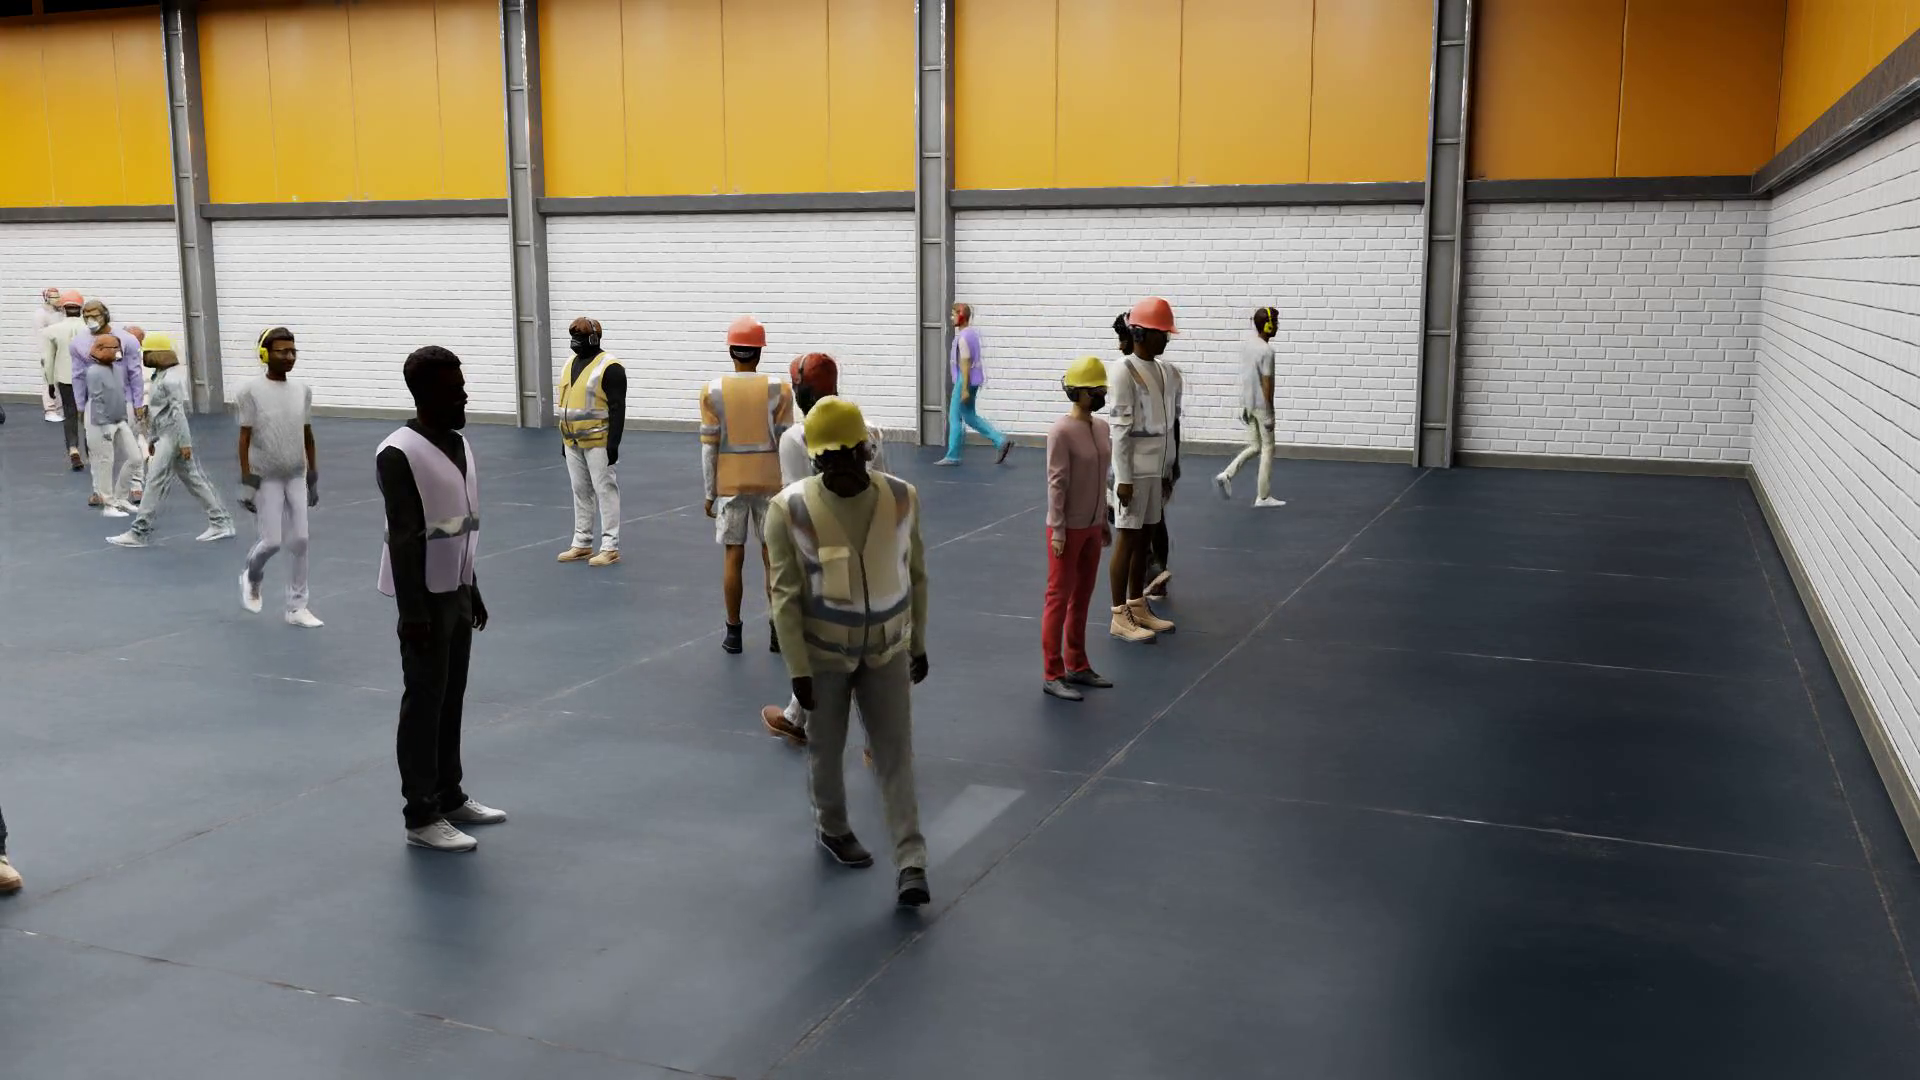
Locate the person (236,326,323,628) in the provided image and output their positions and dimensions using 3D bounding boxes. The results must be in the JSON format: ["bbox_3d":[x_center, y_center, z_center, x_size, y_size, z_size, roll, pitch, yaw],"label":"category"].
[{"bbox_3d":[-4.208,-0.384,10.221,0.580,1.858,0.533,7,12,38],"label":"person"}]

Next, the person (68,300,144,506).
[{"bbox_3d":[-7.842,-1.247,15.337,0.628,1.907,0.581,-2,9,-9],"label":"person"}]

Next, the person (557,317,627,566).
[{"bbox_3d":[-2.757,-0.730,12.366,0.621,1.845,0.429,7,12,36],"label":"person"}]

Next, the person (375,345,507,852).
[{"bbox_3d":[-2.017,0.215,6.404,0.391,1.920,0.587,1,9,6],"label":"person"}]

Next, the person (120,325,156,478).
[{"bbox_3d":[-8.366,-1.392,17.060,0.470,1.625,0.510,8,12,40],"label":"person"}]

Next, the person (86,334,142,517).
[{"bbox_3d":[-7.467,-1.002,14.676,0.351,1.625,0.519,2,10,10],"label":"person"}]

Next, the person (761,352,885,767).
[{"bbox_3d":[-0.567,0.082,7.441,0.718,1.828,0.953,-8,13,-41],"label":"person"}]

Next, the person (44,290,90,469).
[{"bbox_3d":[-9.702,-1.763,18.274,0.622,1.966,0.929,-4,10,-25],"label":"person"}]

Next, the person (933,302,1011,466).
[{"bbox_3d":[0.132,-1.712,18.383,0.780,1.826,0.575,2,10,10],"label":"person"}]

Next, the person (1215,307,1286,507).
[{"bbox_3d":[2.697,-1.206,15.246,0.583,1.846,0.533,-4,10,-21],"label":"person"}]

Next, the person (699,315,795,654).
[{"bbox_3d":[-1.206,-0.312,9.541,0.542,1.939,0.364,-1,9,-5],"label":"person"}]

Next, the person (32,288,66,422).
[{"bbox_3d":[-12.919,-2.645,23.779,0.403,1.906,0.652,0,9,3],"label":"person"}]

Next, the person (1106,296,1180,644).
[{"bbox_3d":[1.102,-0.419,9.882,0.383,2.041,0.605,6,11,30],"label":"person"}]

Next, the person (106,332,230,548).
[{"bbox_3d":[-6.312,-0.799,13.211,0.927,1.689,0.498,-6,11,-34],"label":"person"}]

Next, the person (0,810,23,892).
[{"bbox_3d":[-3.831,0.229,5.951,0.969,2.000,0.694,6,11,34],"label":"person"}]

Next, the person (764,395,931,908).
[{"bbox_3d":[-0.357,0.381,5.826,0.610,1.774,0.923,-3,10,-19],"label":"person"}]

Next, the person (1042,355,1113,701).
[{"bbox_3d":[0.631,-0.071,8.600,0.330,1.769,0.526,7,12,35],"label":"person"}]

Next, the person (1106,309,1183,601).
[{"bbox_3d":[1.201,-0.536,10.904,0.687,1.937,0.433,-8,12,-40],"label":"person"}]
